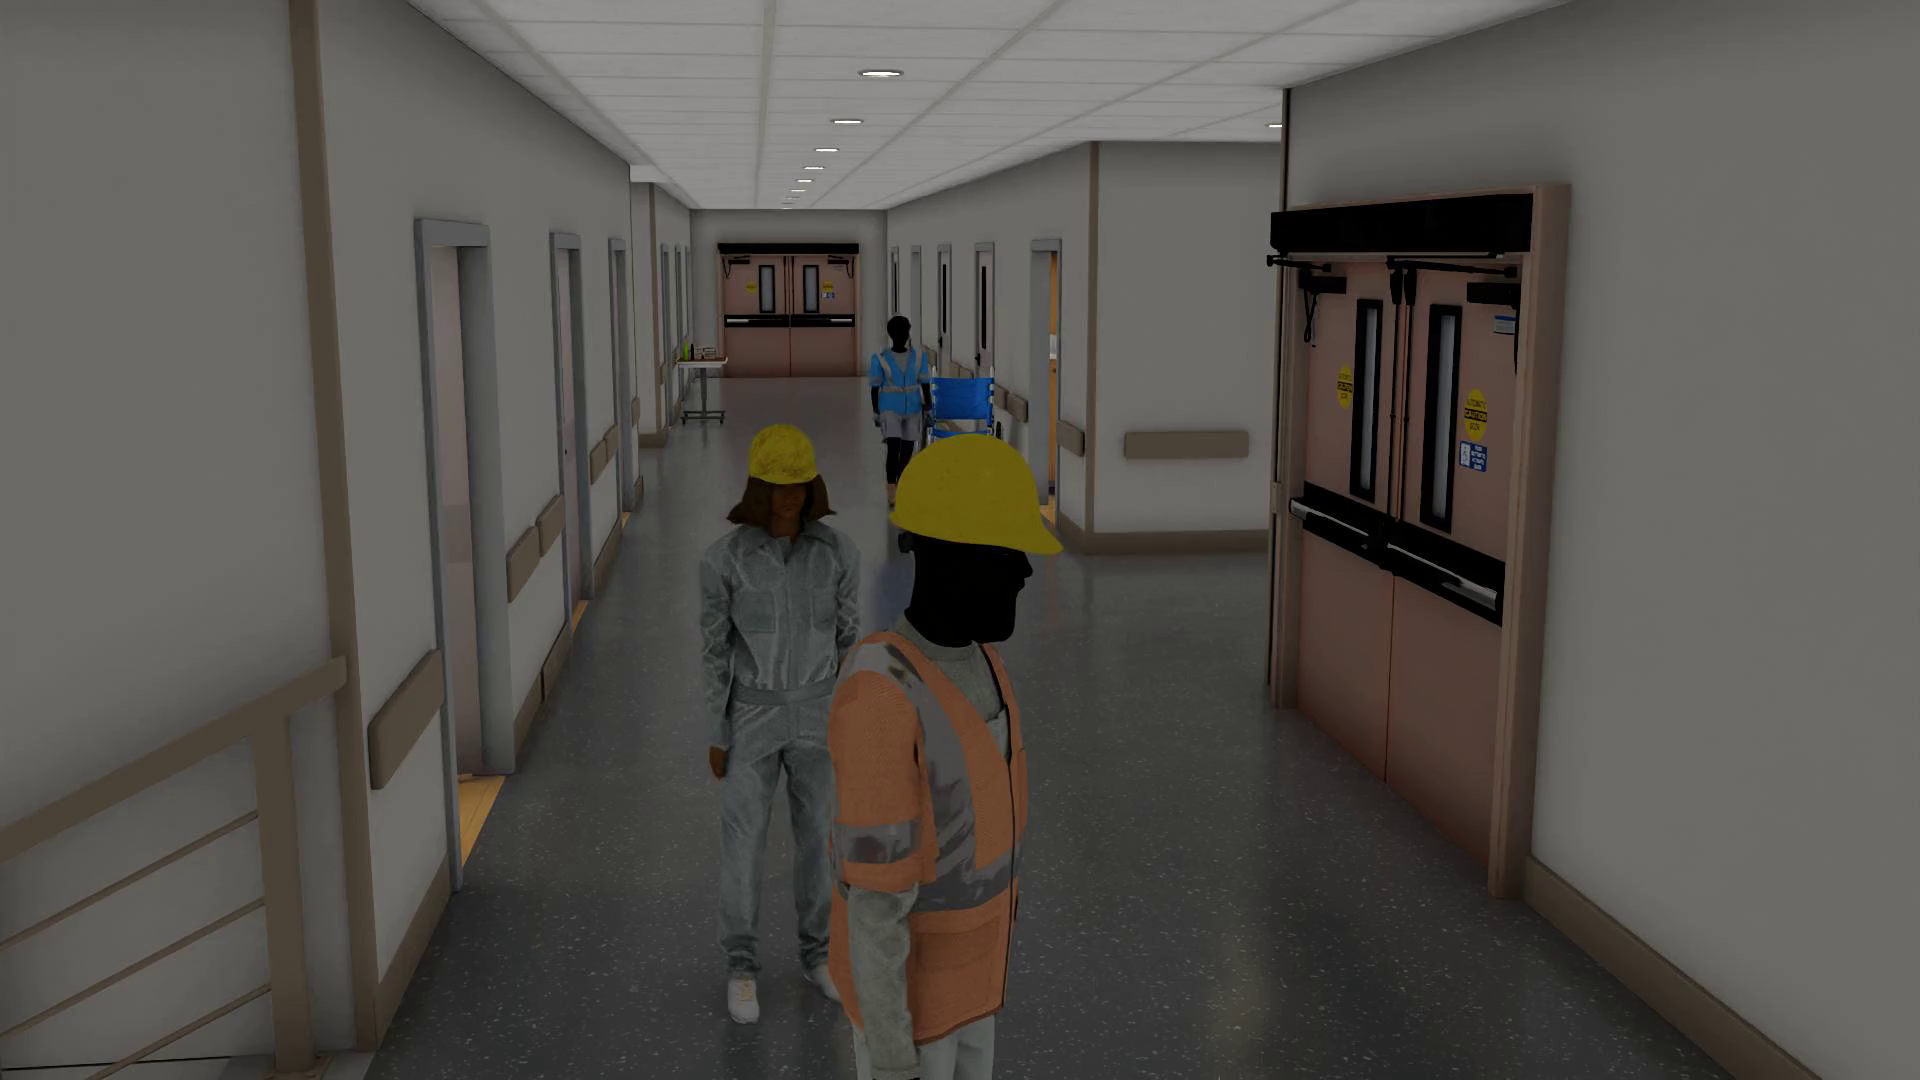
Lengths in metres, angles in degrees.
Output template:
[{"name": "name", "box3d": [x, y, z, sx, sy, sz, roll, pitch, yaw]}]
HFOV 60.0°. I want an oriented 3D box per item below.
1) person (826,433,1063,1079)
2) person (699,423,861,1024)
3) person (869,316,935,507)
[{"name": "person", "box3d": [-0.023, 0.767, 2.932, 0.393, 1.918, 0.585, 3, 10, 19]}, {"name": "person", "box3d": [-0.502, 0.526, 4.842, 0.489, 1.742, 0.313, -4, 11, -22]}, {"name": "person", "box3d": [-0.503, -1.124, 14.637, 0.546, 1.679, 0.594, -4, 11, -22]}]
